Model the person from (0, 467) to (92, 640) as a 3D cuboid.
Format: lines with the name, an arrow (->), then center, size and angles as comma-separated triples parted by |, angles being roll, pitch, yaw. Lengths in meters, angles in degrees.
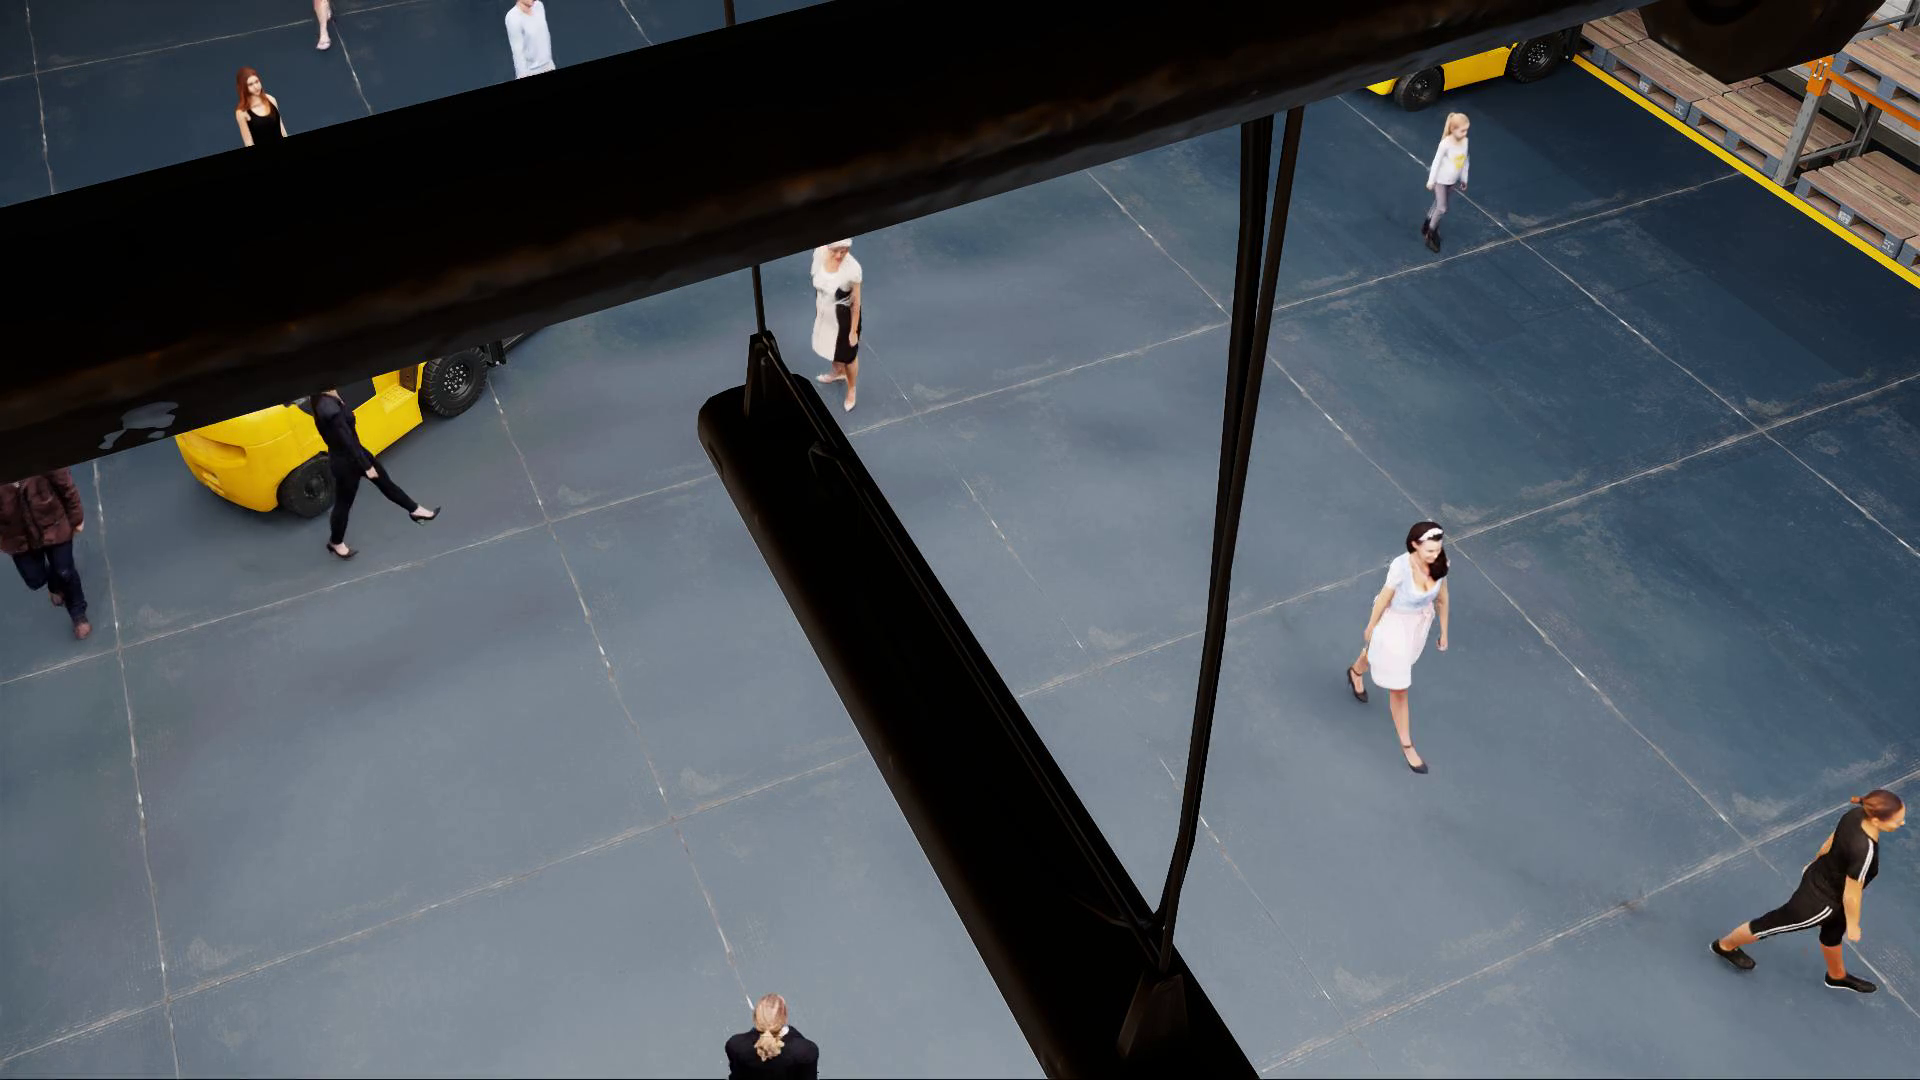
person -> -6.137, -0.141, 11.040 | 0.795, 1.815, 0.788 | -14, 45, -15

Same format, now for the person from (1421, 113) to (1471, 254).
person -> 4.235, -3.208, 14.657 | 0.523, 1.267, 0.597 | -25, 49, -24

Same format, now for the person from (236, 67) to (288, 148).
person -> -5.963, -3.297, 14.418 | 0.668, 1.726, 0.652 | 26, 49, 25

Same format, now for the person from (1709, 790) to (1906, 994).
person -> 4.603, 1.895, 9.040 | 1.156, 1.626, 1.012 | 20, 47, 20

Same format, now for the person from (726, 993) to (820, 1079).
person -> -0.909, 2.799, 8.057 | 0.877, 1.672, 1.139 | -2, 44, -3

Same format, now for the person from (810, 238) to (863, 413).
person -> -0.923, -1.744, 12.790 | 0.914, 1.722, 0.734 | -26, 50, -25

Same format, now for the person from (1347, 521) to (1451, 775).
person -> 2.695, 0.502, 10.403 | 0.644, 1.764, 1.184 | -16, 46, -17

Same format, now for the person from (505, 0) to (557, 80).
person -> -3.999, -4.343, 15.411 | 1.221, 1.870, 1.091 | 19, 47, 19

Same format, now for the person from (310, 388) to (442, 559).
person -> -4.332, -0.511, 11.543 | 0.684, 1.657, 0.985 | -18, 46, -18
